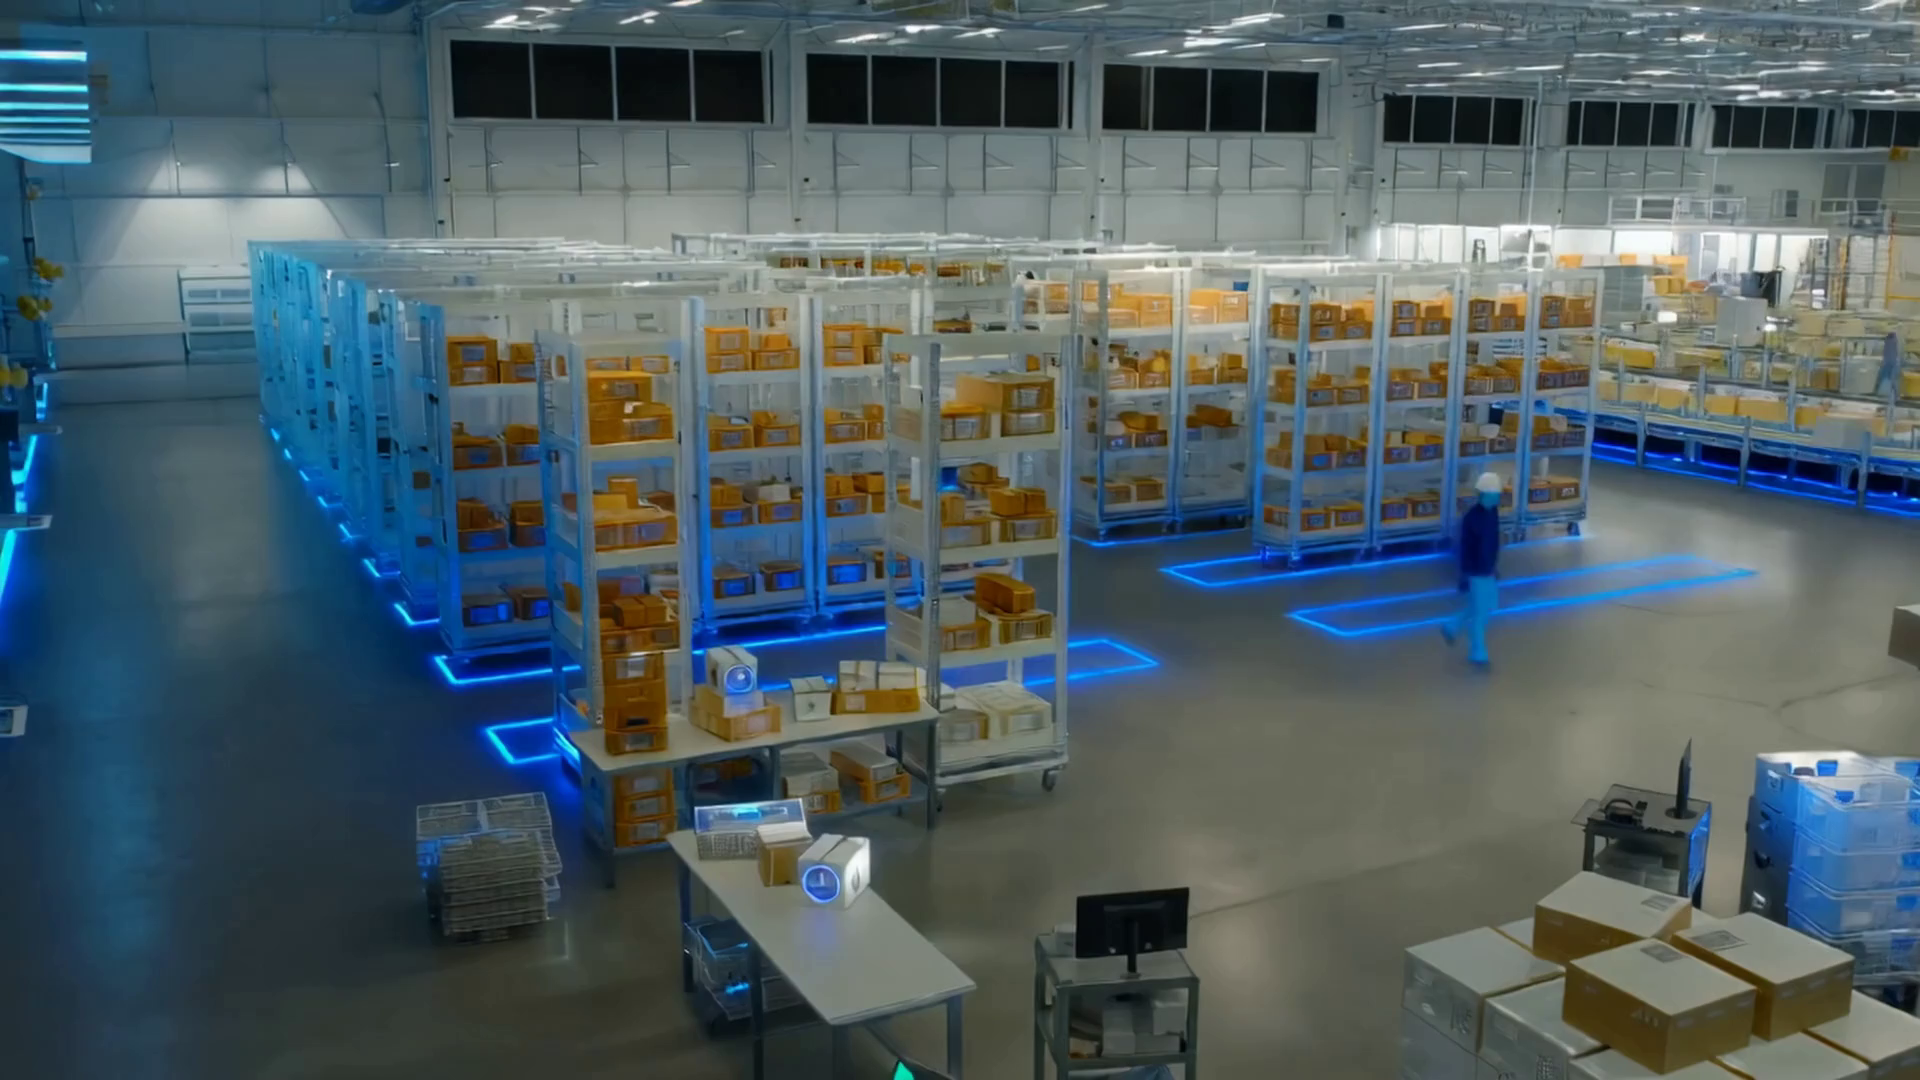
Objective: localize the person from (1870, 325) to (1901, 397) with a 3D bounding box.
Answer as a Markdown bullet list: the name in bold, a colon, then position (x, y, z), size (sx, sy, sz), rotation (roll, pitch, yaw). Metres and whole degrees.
- **person**: position (19.924, -3.755, 35.781), size (0.877, 1.717, 0.547), rotation (0, 12, 0)

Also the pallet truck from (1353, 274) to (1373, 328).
- **pallet truck**: position (13.011, -8.050, 55.243), size (0.823, 1.965, 1.885), rotation (-7, 14, -28)

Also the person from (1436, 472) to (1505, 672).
- **person**: position (5.033, 0.283, 16.317), size (0.659, 1.974, 0.632), rotation (10, 16, 40)
